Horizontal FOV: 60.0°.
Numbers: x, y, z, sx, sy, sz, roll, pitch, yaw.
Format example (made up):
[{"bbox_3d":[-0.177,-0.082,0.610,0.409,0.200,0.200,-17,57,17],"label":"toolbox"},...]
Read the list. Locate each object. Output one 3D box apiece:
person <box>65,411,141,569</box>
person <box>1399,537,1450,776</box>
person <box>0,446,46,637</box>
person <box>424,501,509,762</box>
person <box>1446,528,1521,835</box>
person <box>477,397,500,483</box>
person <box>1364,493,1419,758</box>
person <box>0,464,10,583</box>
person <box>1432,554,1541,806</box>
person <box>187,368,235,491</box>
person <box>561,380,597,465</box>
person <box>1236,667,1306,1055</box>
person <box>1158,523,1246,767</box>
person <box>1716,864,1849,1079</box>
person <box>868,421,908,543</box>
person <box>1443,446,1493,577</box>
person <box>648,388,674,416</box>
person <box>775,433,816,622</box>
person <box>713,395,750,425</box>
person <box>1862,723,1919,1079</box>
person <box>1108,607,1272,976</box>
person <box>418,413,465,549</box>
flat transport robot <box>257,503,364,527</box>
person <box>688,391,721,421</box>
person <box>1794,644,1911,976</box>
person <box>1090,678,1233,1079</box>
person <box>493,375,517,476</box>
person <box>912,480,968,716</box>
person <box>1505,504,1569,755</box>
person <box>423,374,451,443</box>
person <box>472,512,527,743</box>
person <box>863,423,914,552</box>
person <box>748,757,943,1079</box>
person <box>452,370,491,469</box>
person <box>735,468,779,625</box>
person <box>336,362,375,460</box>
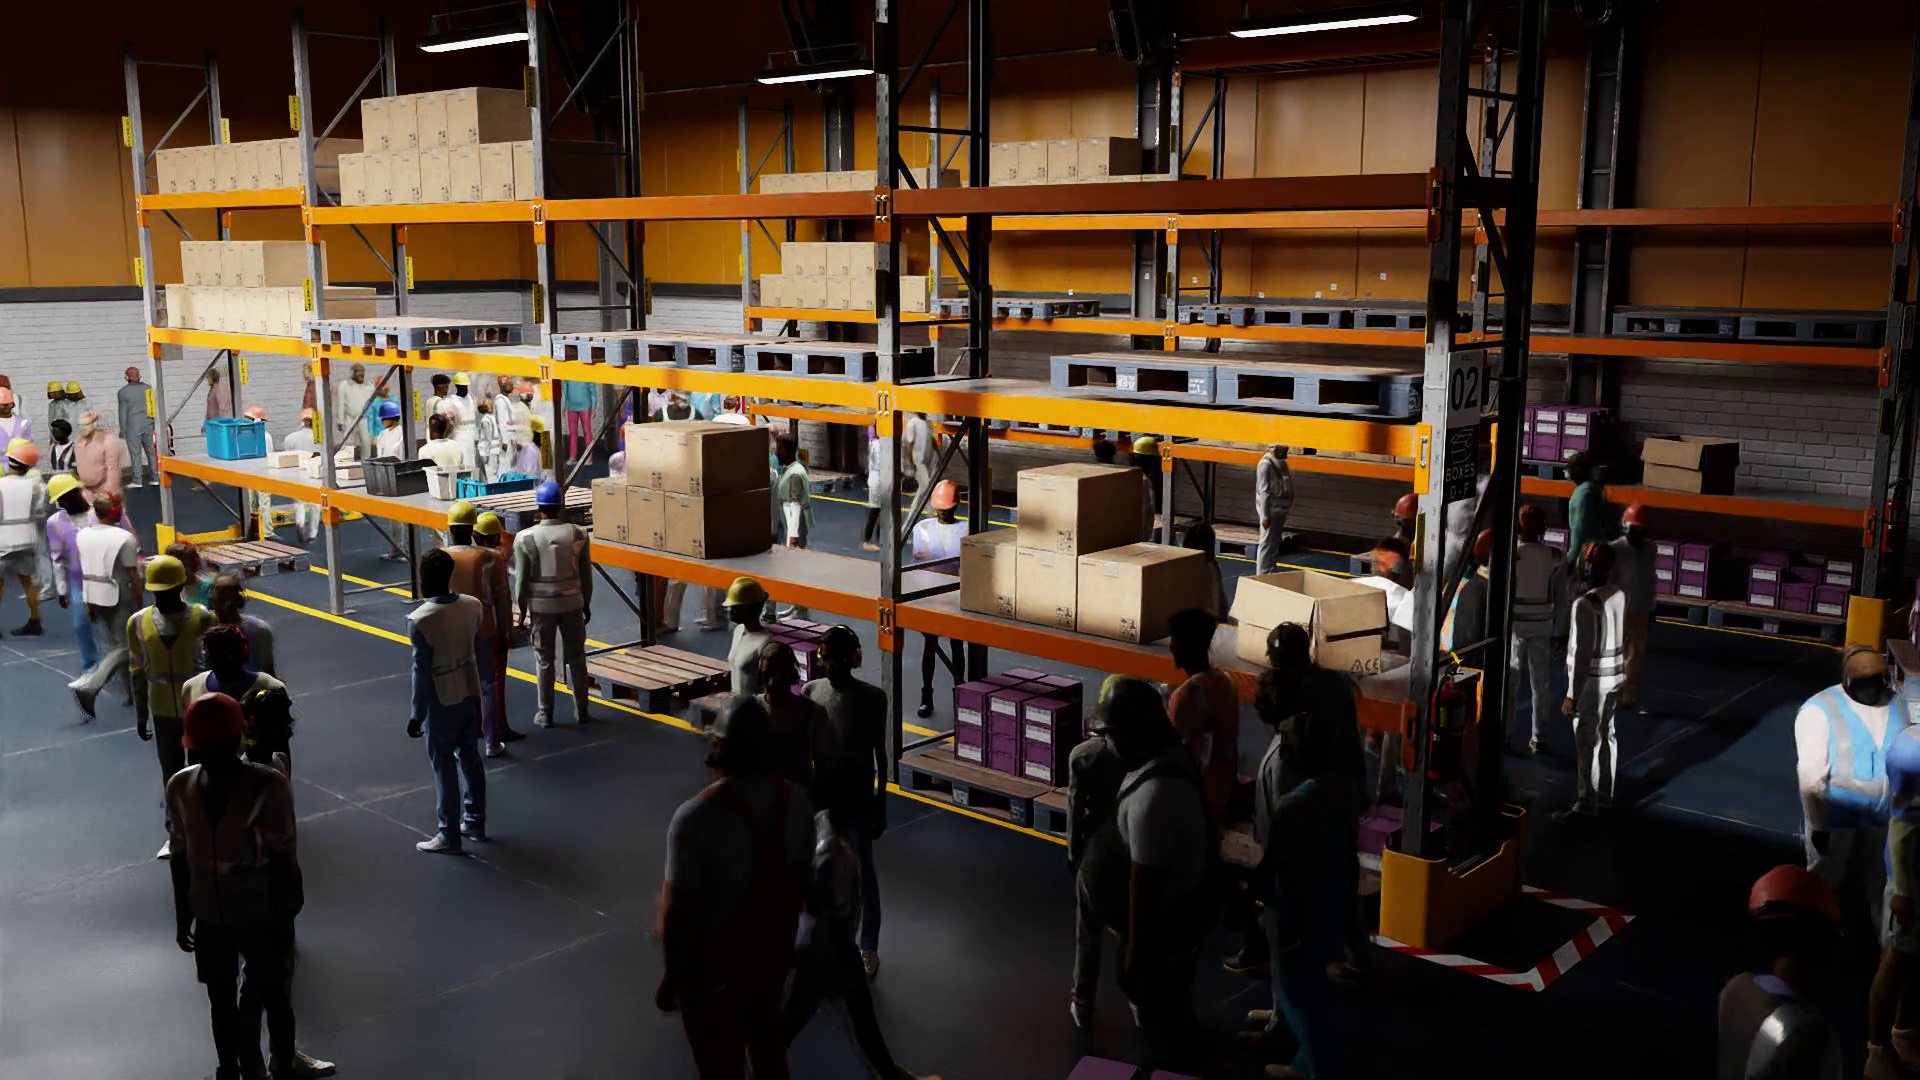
[{"bbox_3d":[-10.205,-0.620,19.785,0.651,1.854,0.996,3,10,14],"label":"person"},{"bbox_3d":[3.309,0.826,11.854,0.560,1.743,0.337,-9,14,-42],"label":"person"},{"bbox_3d":[-9.114,0.044,15.962,0.672,1.877,0.400,-10,14,-44],"label":"person"},{"bbox_3d":[-3.621,0.669,12.228,0.594,1.926,0.366,-3,10,-16],"label":"person"},{"bbox_3d":[3.366,0.901,10.732,0.402,1.990,0.622,5,11,27],"label":"person"},{"bbox_3d":[-6.713,-1.217,23.704,0.315,1.640,0.515,-2,10,-8],"label":"person"},{"bbox_3d":[3.286,0.632,12.289,0.615,1.985,0.410,-7,12,-33],"label":"person"},{"bbox_3d":[-10.948,-0.346,18.641,0.534,1.694,0.320,0,10,-2],"label":"person"},{"bbox_3d":[3.466,0.886,11.179,0.932,1.860,0.598,2,10,12],"label":"person"},{"bbox_3d":[-11.608,-1.734,25.918,0.882,1.902,0.637,-5,11,-27],"label":"person"},{"bbox_3d":[-6.587,-2.284,28.730,0.622,1.993,0.383,1,10,5],"label":"person"},{"bbox_3d":[1.522,1.494,7.821,0.342,1.839,0.504,4,11,20],"label":"person"},{"bbox_3d":[1.695,0.754,12.172,0.978,1.789,0.621,8,13,38],"label":"person"},{"bbox_3d":[2.343,1.962,4.778,0.386,1.993,0.724,2,10,10],"label":"person"},{"bbox_3d":[-0.910,-0.906,21.154,0.391,1.923,0.554,9,13,41],"label":"person"},{"bbox_3d":[4.911,-0.017,16.262,0.456,1.879,0.696,-4,11,-20],"label":"person"},{"bbox_3d":[-4.425,-1.549,24.712,0.605,1.948,0.384,1,10,7],"label":"person"},{"bbox_3d":[-1.655,-0.124,16.772,0.385,1.909,0.602,-2,10,-11],"label":"person"},{"bbox_3d":[-3.022,-1.018,22.035,0.560,1.836,0.394,5,11,25],"label":"person"},{"bbox_3d":[4.328,1.474,7.376,0.605,2.035,0.392,-7,12,-35],"label":"person"},{"bbox_3d":[1.261,1.299,8.699,0.982,1.923,0.601,5,11,26],"label":"person"},{"bbox_3d":[-5.775,-0.455,18.604,0.391,1.920,0.587,7,12,35],"label":"person"},{"bbox_3d":[-8.958,-0.368,22.773,1.431,0.197,0.652,-8,13,-38],"label":"flat transport robot"},{"bbox_3d":[-3.903,-1.677,25.165,0.609,2.044,0.396,4,11,24],"label":"person"},{"bbox_3d":[4.558,1.412,8.415,0.687,1.793,0.785,-2,10,-10],"label":"person"},{"bbox_3d":[0.808,1.539,6.991,0.581,2.000,0.710,2,10,9],"label":"person"},{"bbox_3d":[-6.780,-1.526,24.797,0.351,1.878,0.568,-2,10,-10],"label":"person"},{"bbox_3d":[-0.116,0.468,13.366,0.542,1.928,0.374,0,10,0],"label":"person"},{"bbox_3d":[4.196,0.669,12.356,0.574,1.882,0.356,1,10,3],"label":"person"},{"bbox_3d":[-7.438,-1.401,23.847,0.390,1.958,0.601,-9,13,-40],"label":"person"},{"bbox_3d":[-3.595,0.664,12.710,0.524,1.769,0.326,7,12,35],"label":"person"},{"bbox_3d":[-0.867,-0.676,20.548,0.746,1.673,0.547,0,10,-2],"label":"person"},{"bbox_3d":[-0.544,1.716,7.109,0.908,1.630,0.551,0,10,-3],"label":"person"},{"bbox_3d":[-8.217,-2.185,28.046,0.691,2.000,0.902,-7,12,-36],"label":"person"},{"bbox_3d":[-2.053,-0.071,16.541,0.575,1.883,0.362,-7,12,-36],"label":"person"},{"bbox_3d":[-9.875,-1.965,27.211,0.668,1.890,0.562,-8,13,-37],"label":"person"}]
